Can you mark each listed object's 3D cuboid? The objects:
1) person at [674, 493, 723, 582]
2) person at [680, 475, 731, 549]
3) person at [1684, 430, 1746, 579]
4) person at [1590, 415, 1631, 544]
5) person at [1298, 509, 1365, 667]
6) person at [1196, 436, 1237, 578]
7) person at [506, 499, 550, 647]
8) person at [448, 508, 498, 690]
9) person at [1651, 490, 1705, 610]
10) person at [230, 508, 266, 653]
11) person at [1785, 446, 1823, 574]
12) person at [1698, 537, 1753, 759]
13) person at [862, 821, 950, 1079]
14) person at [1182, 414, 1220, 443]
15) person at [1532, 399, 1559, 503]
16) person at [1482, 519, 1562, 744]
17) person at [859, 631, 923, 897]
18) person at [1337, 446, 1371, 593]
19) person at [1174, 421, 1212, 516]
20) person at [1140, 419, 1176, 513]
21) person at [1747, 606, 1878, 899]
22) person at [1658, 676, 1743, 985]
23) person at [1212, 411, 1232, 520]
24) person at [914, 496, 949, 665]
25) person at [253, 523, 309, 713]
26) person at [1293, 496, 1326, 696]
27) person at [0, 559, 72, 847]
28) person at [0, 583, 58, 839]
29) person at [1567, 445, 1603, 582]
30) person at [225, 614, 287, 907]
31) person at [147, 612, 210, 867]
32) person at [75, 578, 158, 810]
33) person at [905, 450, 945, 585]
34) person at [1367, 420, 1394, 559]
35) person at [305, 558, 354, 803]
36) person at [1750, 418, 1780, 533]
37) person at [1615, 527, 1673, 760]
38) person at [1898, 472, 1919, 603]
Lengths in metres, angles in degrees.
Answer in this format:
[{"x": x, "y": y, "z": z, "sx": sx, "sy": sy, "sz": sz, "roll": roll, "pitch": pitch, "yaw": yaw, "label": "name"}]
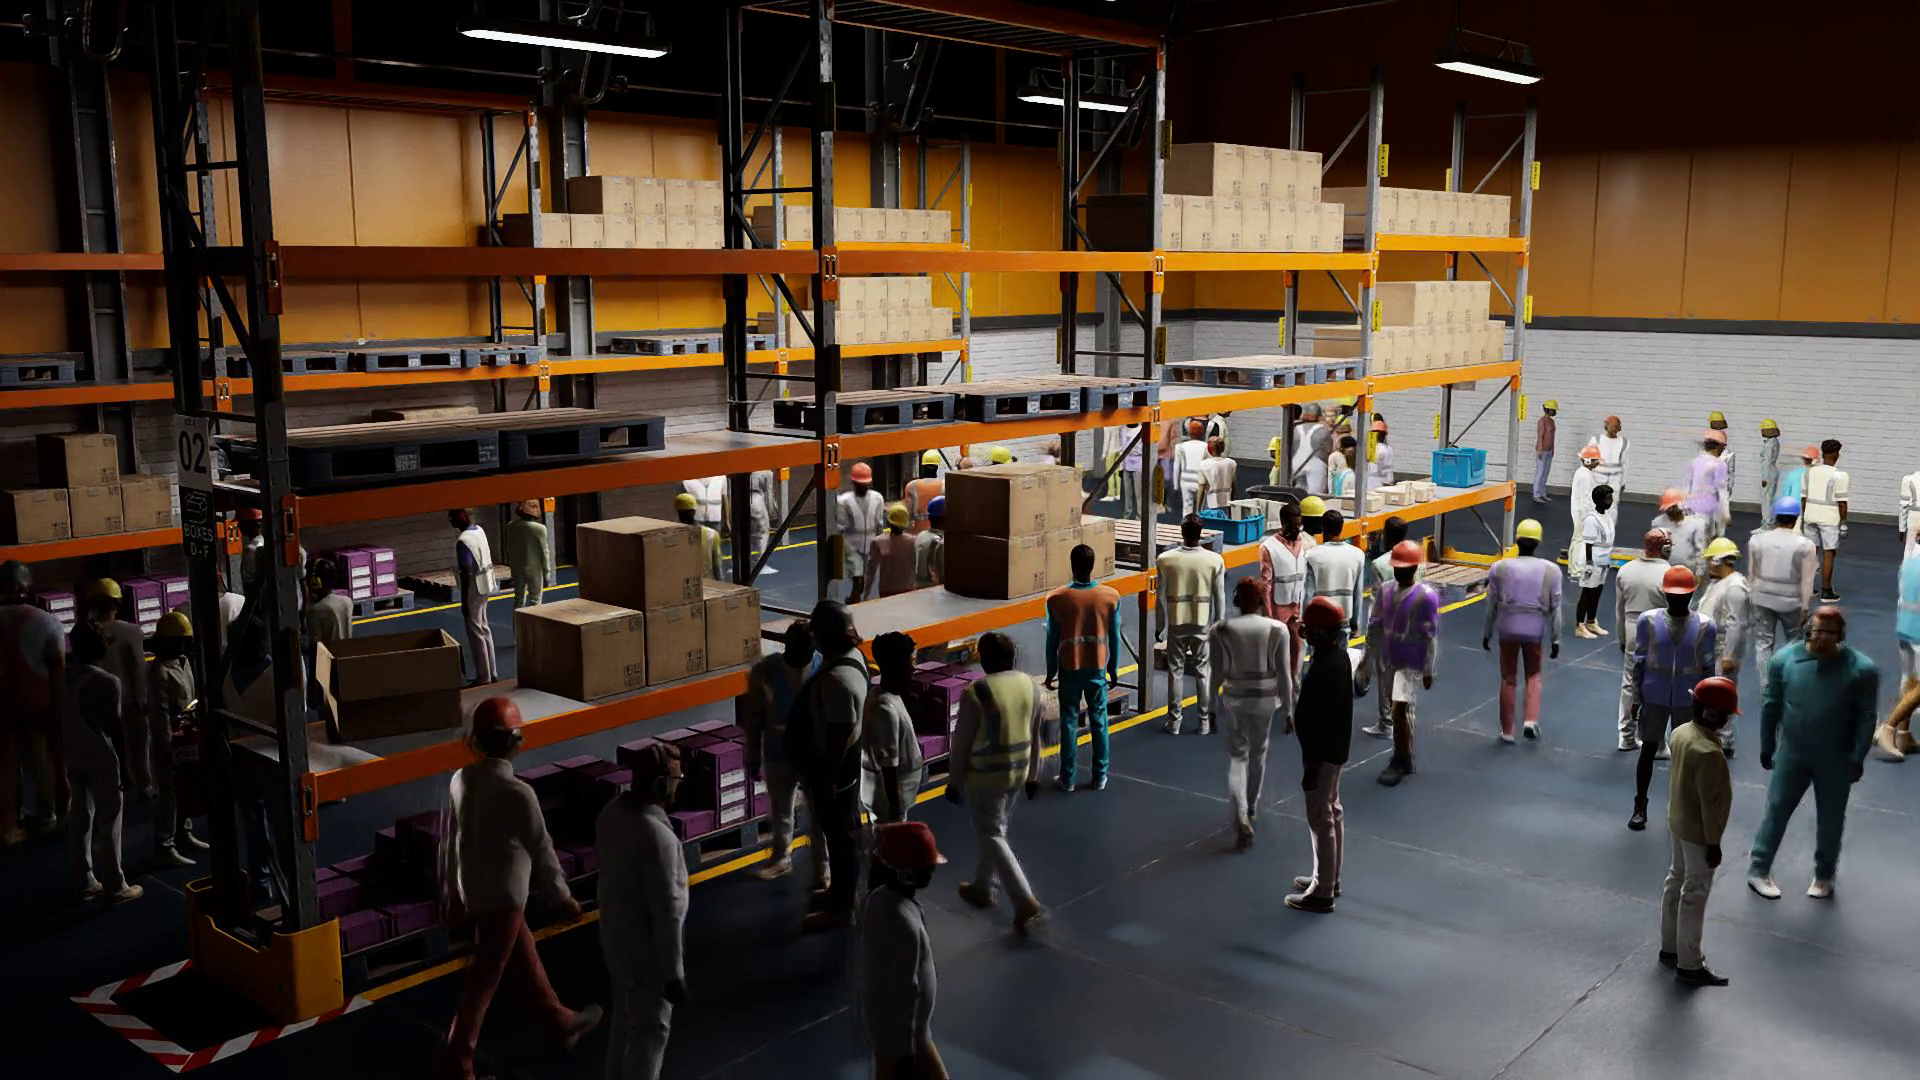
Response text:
[{"x": -2.597, "y": 0.482, "z": 15.941, "sx": 0.593, "sy": 1.860, "sz": 1.018, "roll": -5, "pitch": 11, "yaw": -28, "label": "person"}, {"x": -3.129, "y": -0.236, "z": 20.370, "sx": 0.572, "sy": 1.821, "sz": 0.852, "roll": -4, "pitch": 10, "yaw": -23, "label": "person"}, {"x": 9.327, "y": -0.382, "z": 20.795, "sx": 1.060, "sy": 1.970, "sz": 0.622, "roll": 0, "pitch": 10, "yaw": 1, "label": "person"}, {"x": 9.444, "y": -0.907, "z": 24.269, "sx": 0.569, "sy": 1.857, "sz": 0.882, "roll": 3, "pitch": 10, "yaw": 16, "label": "person"}, {"x": 3.254, "y": 0.687, "z": 14.589, "sx": 0.599, "sy": 1.909, "sz": 0.402, "roll": -3, "pitch": 10, "yaw": -18, "label": "person"}, {"x": 3.279, "y": -0.411, "z": 21.320, "sx": 0.567, "sy": 1.845, "sz": 0.386, "roll": -4, "pitch": 10, "yaw": -25, "label": "person"}, {"x": -4.533, "y": 0.339, "z": 17.505, "sx": 0.504, "sy": 1.624, "sz": 0.295, "roll": 4, "pitch": 10, "yaw": 21, "label": "person"}, {"x": -4.639, "y": 0.519, "z": 15.837, "sx": 0.417, "sy": 1.828, "sz": 0.561, "roll": 0, "pitch": 10, "yaw": -1, "label": "person"}, {"x": 7.539, "y": 0.306, "z": 17.523, "sx": 0.590, "sy": 1.677, "sz": 0.926, "roll": 6, "pitch": 11, "yaw": 34, "label": "person"}, {"x": -6.355, "y": 0.597, "z": 15.065, "sx": 0.386, "sy": 1.929, "sz": 0.544, "roll": 0, "pitch": 10, "yaw": -1, "label": "person"}, {"x": 10.920, "y": -0.359, "z": 21.435, "sx": 0.921, "sy": 1.701, "sz": 0.566, "roll": -2, "pitch": 10, "yaw": -10, "label": "person"}, {"x": 6.286, "y": 0.888, "z": 13.673, "sx": 0.413, "sy": 1.819, "sz": 0.700, "roll": 1, "pitch": 10, "yaw": 6, "label": "person"}, {"x": -0.210, "y": 2.031, "z": 7.047, "sx": 0.416, "sy": 1.734, "sz": 0.594, "roll": -2, "pitch": 10, "yaw": -14, "label": "person"}, {"x": 3.691, "y": -1.193, "z": 25.452, "sx": 0.612, "sy": 2.031, "sz": 0.403, "roll": 5, "pitch": 11, "yaw": 29, "label": "person"}, {"x": 9.924, "y": -1.505, "z": 28.130, "sx": 0.343, "sy": 1.757, "sz": 0.532, "roll": 9, "pitch": 13, "yaw": 43, "label": "person"}, {"x": 4.748, "y": 0.773, "z": 14.072, "sx": 0.613, "sy": 1.903, "sz": 0.448, "roll": 2, "pitch": 10, "yaw": 13, "label": "person"}, {"x": -0.396, "y": 1.488, "z": 9.625, "sx": 0.368, "sy": 1.966, "sz": 0.602, "roll": -1, "pitch": 10, "yaw": -8, "label": "person"}, {"x": 4.783, "y": -0.247, "z": 20.419, "sx": 0.505, "sy": 1.850, "sz": 0.520, "roll": -1, "pitch": 10, "yaw": -7, "label": "person"}, {"x": 3.294, "y": -0.745, "z": 23.289, "sx": 0.599, "sy": 1.844, "sz": 0.909, "roll": 2, "pitch": 10, "yaw": 14, "label": "person"}, {"x": 3.102, "y": -1.372, "z": 26.668, "sx": 0.765, "sy": 1.984, "sz": 0.625, "roll": -2, "pitch": 10, "yaw": -13, "label": "person"}, {"x": 5.452, "y": 1.361, "z": 10.621, "sx": 0.658, "sy": 1.888, "sz": 0.534, "roll": 5, "pitch": 11, "yaw": 26, "label": "person"}, {"x": 4.216, "y": 1.627, "z": 9.455, "sx": 0.338, "sy": 1.742, "sz": 0.563, "roll": 1, "pitch": 10, "yaw": 4, "label": "person"}, {"x": 4.049, "y": -1.242, "z": 25.872, "sx": 0.407, "sy": 1.986, "sz": 0.616, "roll": 0, "pitch": 10, "yaw": 2, "label": "person"}, {"x": -0.207, "y": 0.560, "z": 15.216, "sx": 0.405, "sy": 1.946, "sz": 0.612, "roll": -5, "pitch": 11, "yaw": -27, "label": "person"}, {"x": -6.074, "y": 0.667, "z": 14.855, "sx": 0.509, "sy": 1.860, "sz": 0.334, "roll": 0, "pitch": 10, "yaw": -1, "label": "person"}, {"x": 3.195, "y": 0.551, "z": 15.333, "sx": 0.372, "sy": 1.928, "sz": 0.584, "roll": 2, "pitch": 10, "yaw": 14, "label": "person"}, {"x": -6.666, "y": 1.085, "z": 11.807, "sx": 0.688, "sy": 2.000, "sz": 1.043, "roll": -2, "pitch": 10, "yaw": -14, "label": "person"}, {"x": -6.657, "y": 1.190, "z": 11.771, "sx": 0.566, "sy": 1.842, "sz": 0.389, "roll": 1, "pitch": 10, "yaw": 5, "label": "person"}, {"x": 7.960, "y": -0.338, "z": 21.165, "sx": 0.345, "sy": 1.746, "sz": 0.573, "roll": 2, "pitch": 10, "yaw": 14, "label": "person"}, {"x": -4.360, "y": 1.385, "z": 10.390, "sx": 0.597, "sy": 1.915, "sz": 0.370, "roll": 4, "pitch": 10, "yaw": 21, "label": "person"}, {"x": -5.278, "y": 1.336, "z": 11.233, "sx": 0.342, "sy": 1.736, "sz": 0.486, "roll": -1, "pitch": 10, "yaw": -3, "label": "person"}, {"x": -6.237, "y": 1.141, "z": 12.337, "sx": 0.545, "sy": 1.740, "sz": 0.676, "roll": -1, "pitch": 10, "yaw": -4, "label": "person"}, {"x": -0.330, "y": -0.072, "z": 19.058, "sx": 0.595, "sy": 1.923, "sz": 0.375, "roll": 1, "pitch": 10, "yaw": 5, "label": "person"}, {"x": 5.676, "y": -0.673, "z": 22.722, "sx": 0.573, "sy": 1.896, "sz": 0.603, "roll": -7, "pitch": 12, "yaw": -38, "label": "person"}, {"x": -4.745, "y": 1.053, "z": 12.543, "sx": 0.326, "sy": 1.862, "sz": 0.510, "roll": 3, "pitch": 10, "yaw": 16, "label": "person"}, {"x": 12.065, "y": -0.951, "z": 24.883, "sx": 0.321, "sy": 1.737, "sz": 0.483, "roll": 7, "pitch": 12, "yaw": 36, "label": "person"}, {"x": 5.696, "y": 0.841, "z": 13.661, "sx": 0.406, "sy": 1.911, "sz": 0.636, "roll": -5, "pitch": 11, "yaw": -28, "label": "person"}, {"x": 11.408, "y": -0.162, "z": 19.633, "sx": 0.585, "sy": 1.918, "sz": 0.409, "roll": 5, "pitch": 11, "yaw": 26, "label": "person"}]
